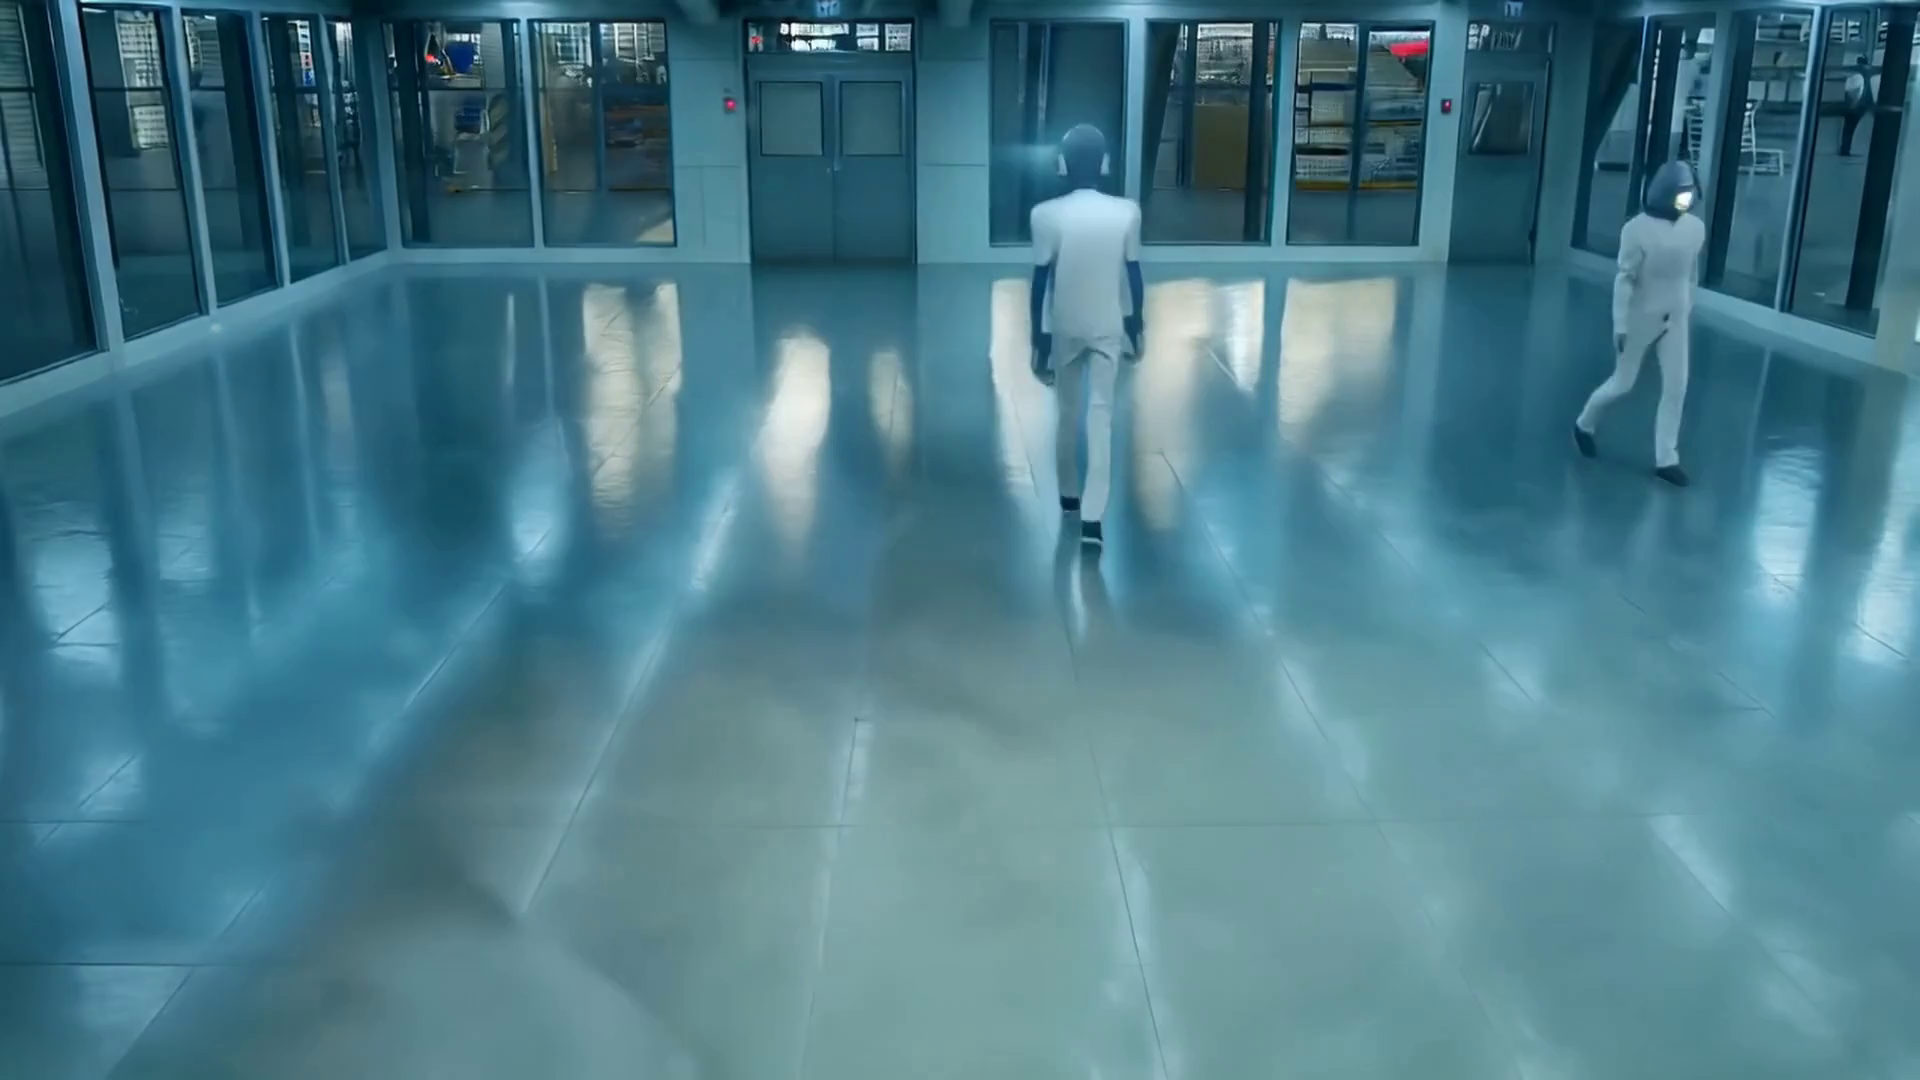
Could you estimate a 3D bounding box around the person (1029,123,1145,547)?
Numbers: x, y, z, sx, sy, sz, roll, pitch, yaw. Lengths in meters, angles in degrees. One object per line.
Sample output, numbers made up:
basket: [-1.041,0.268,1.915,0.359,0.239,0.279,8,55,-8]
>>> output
person: [0.561,-0.907,7.360,0.519,1.826,0.986,2,17,7]

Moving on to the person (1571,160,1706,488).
person: [3.479,-1.121,8.443,0.506,1.607,0.765,-5,17,-16]
